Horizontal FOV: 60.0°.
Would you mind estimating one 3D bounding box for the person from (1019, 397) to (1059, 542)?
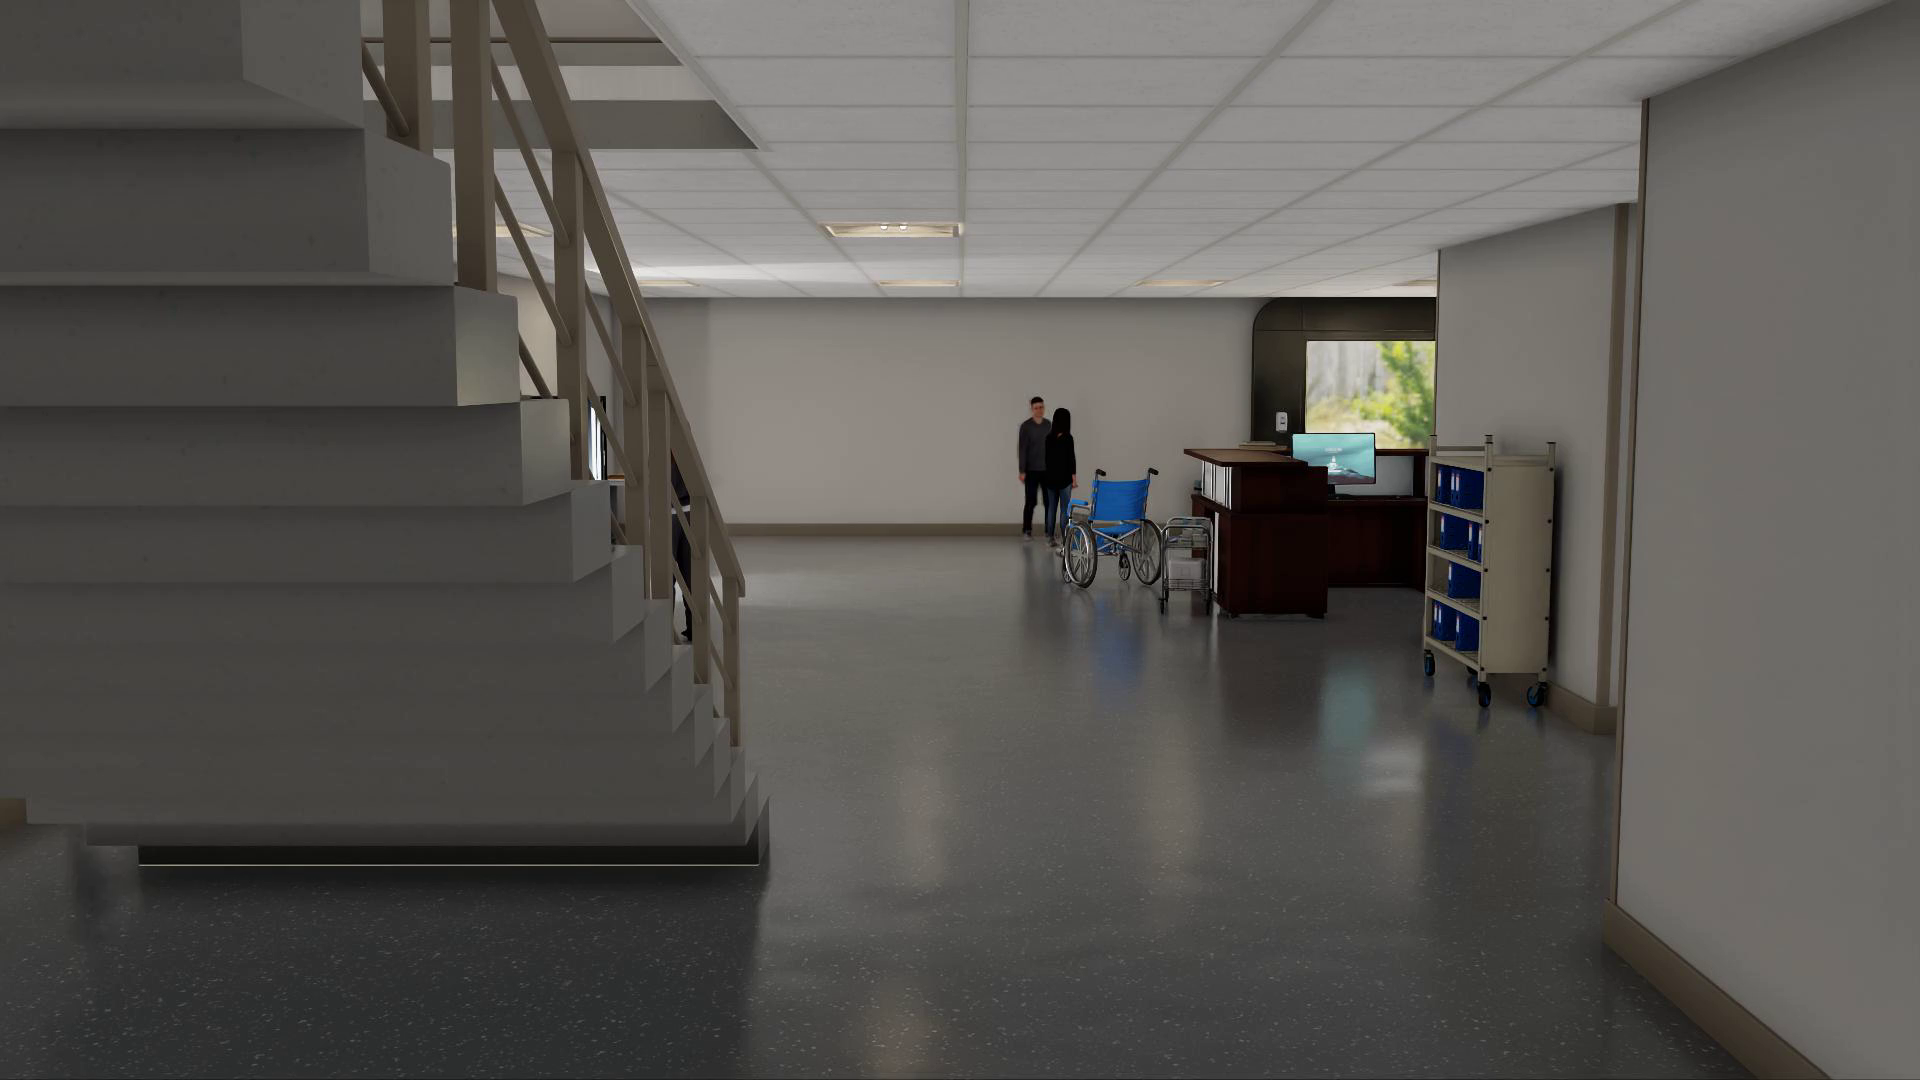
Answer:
[{"bbox_3d":[0.941,-0.859,20.307,0.713,1.748,0.685,-3,6,-26],"label":"person"}]

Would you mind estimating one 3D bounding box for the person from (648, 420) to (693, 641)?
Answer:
[{"bbox_3d":[-2.184,-0.107,12.685,0.649,1.780,0.705,-5,8,-43],"label":"person"}]

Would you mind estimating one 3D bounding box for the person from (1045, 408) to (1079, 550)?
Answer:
[{"bbox_3d":[1.174,-0.735,19.588,0.657,1.646,0.697,5,7,38],"label":"person"}]
